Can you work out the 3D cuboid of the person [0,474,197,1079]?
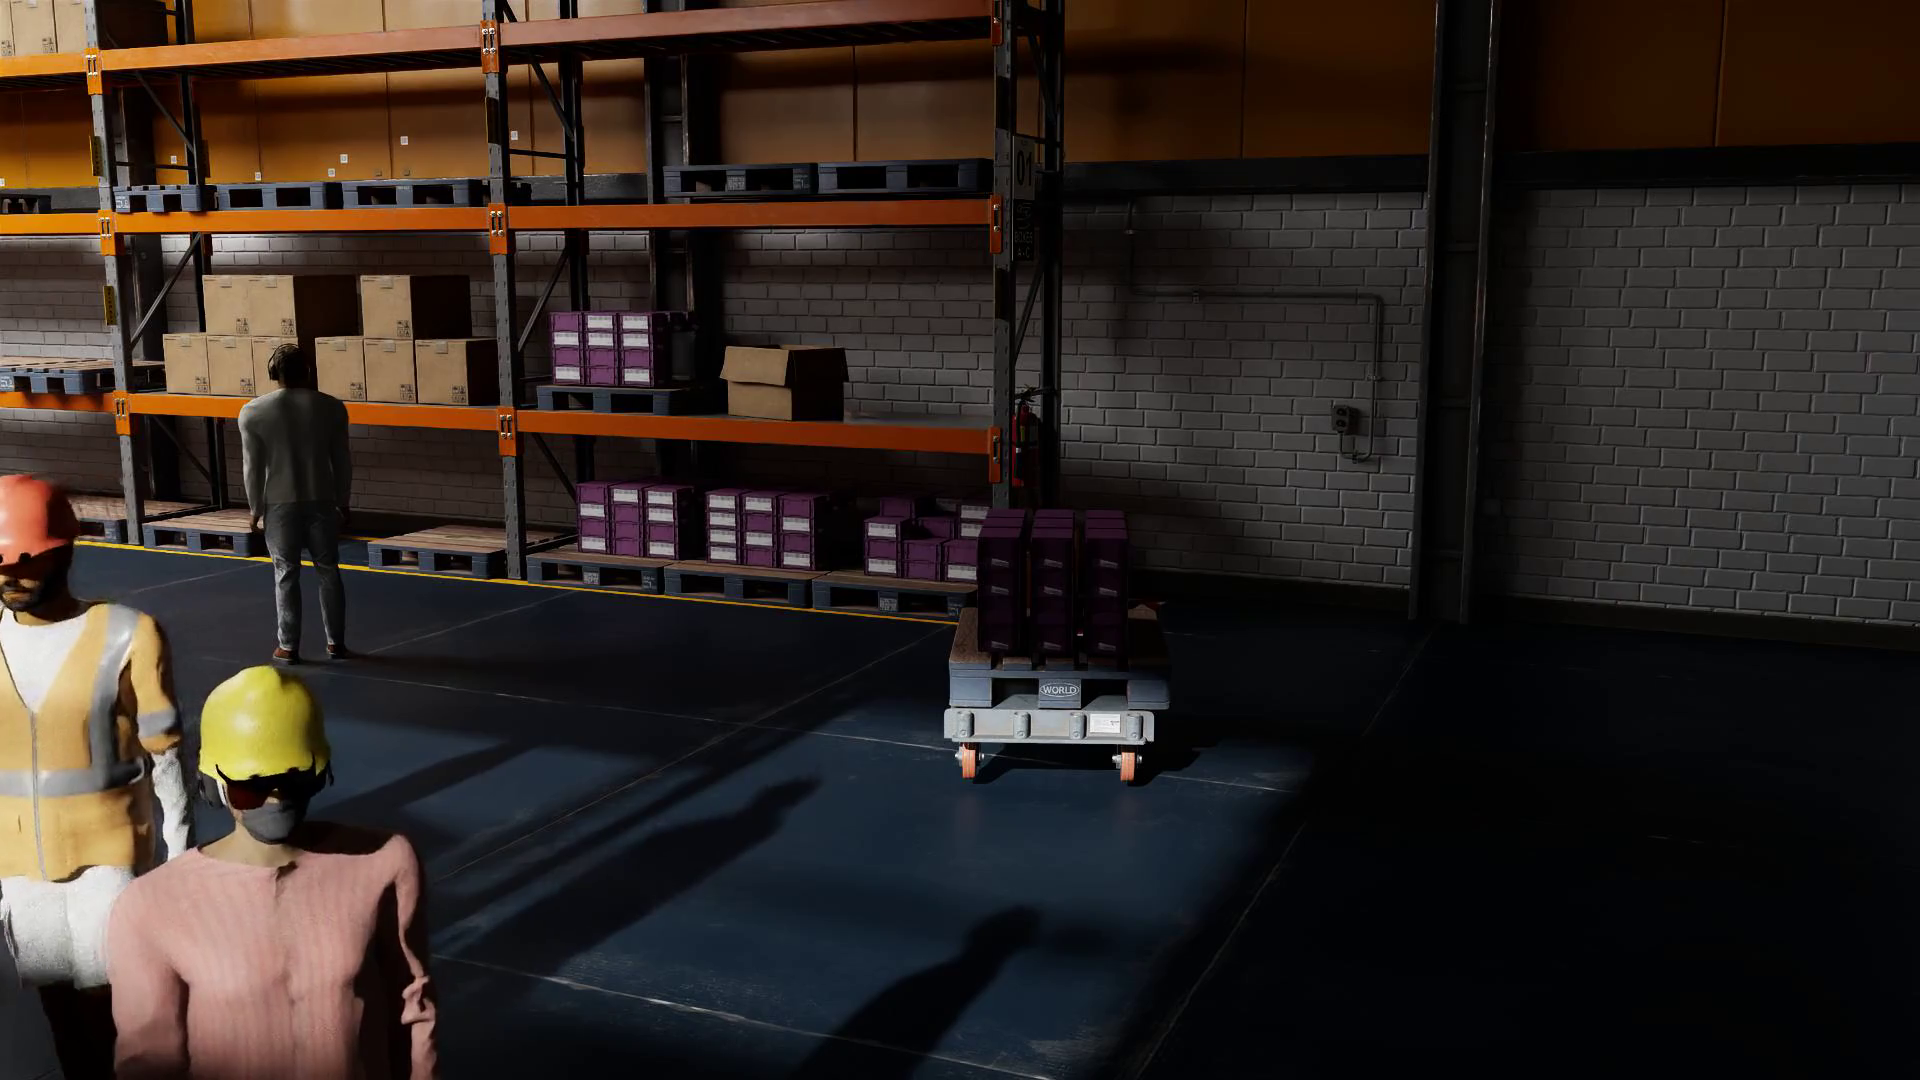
[{"bbox_3d":[-2.213,0.792,4.091,0.554,1.917,0.435,-1,9,-3],"label":"person"}]

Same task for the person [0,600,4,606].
[{"bbox_3d":[-3.360,0.685,5.645,0.517,1.620,0.342,-8,12,-40],"label":"person"}]

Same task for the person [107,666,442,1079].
[{"bbox_3d":[-1.155,1.073,2.881,0.528,1.763,0.335,-6,11,-33],"label":"person"}]

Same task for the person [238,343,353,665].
[{"bbox_3d":[-3.995,-0.213,10.058,0.631,1.940,0.372,-6,11,-32],"label":"person"}]
